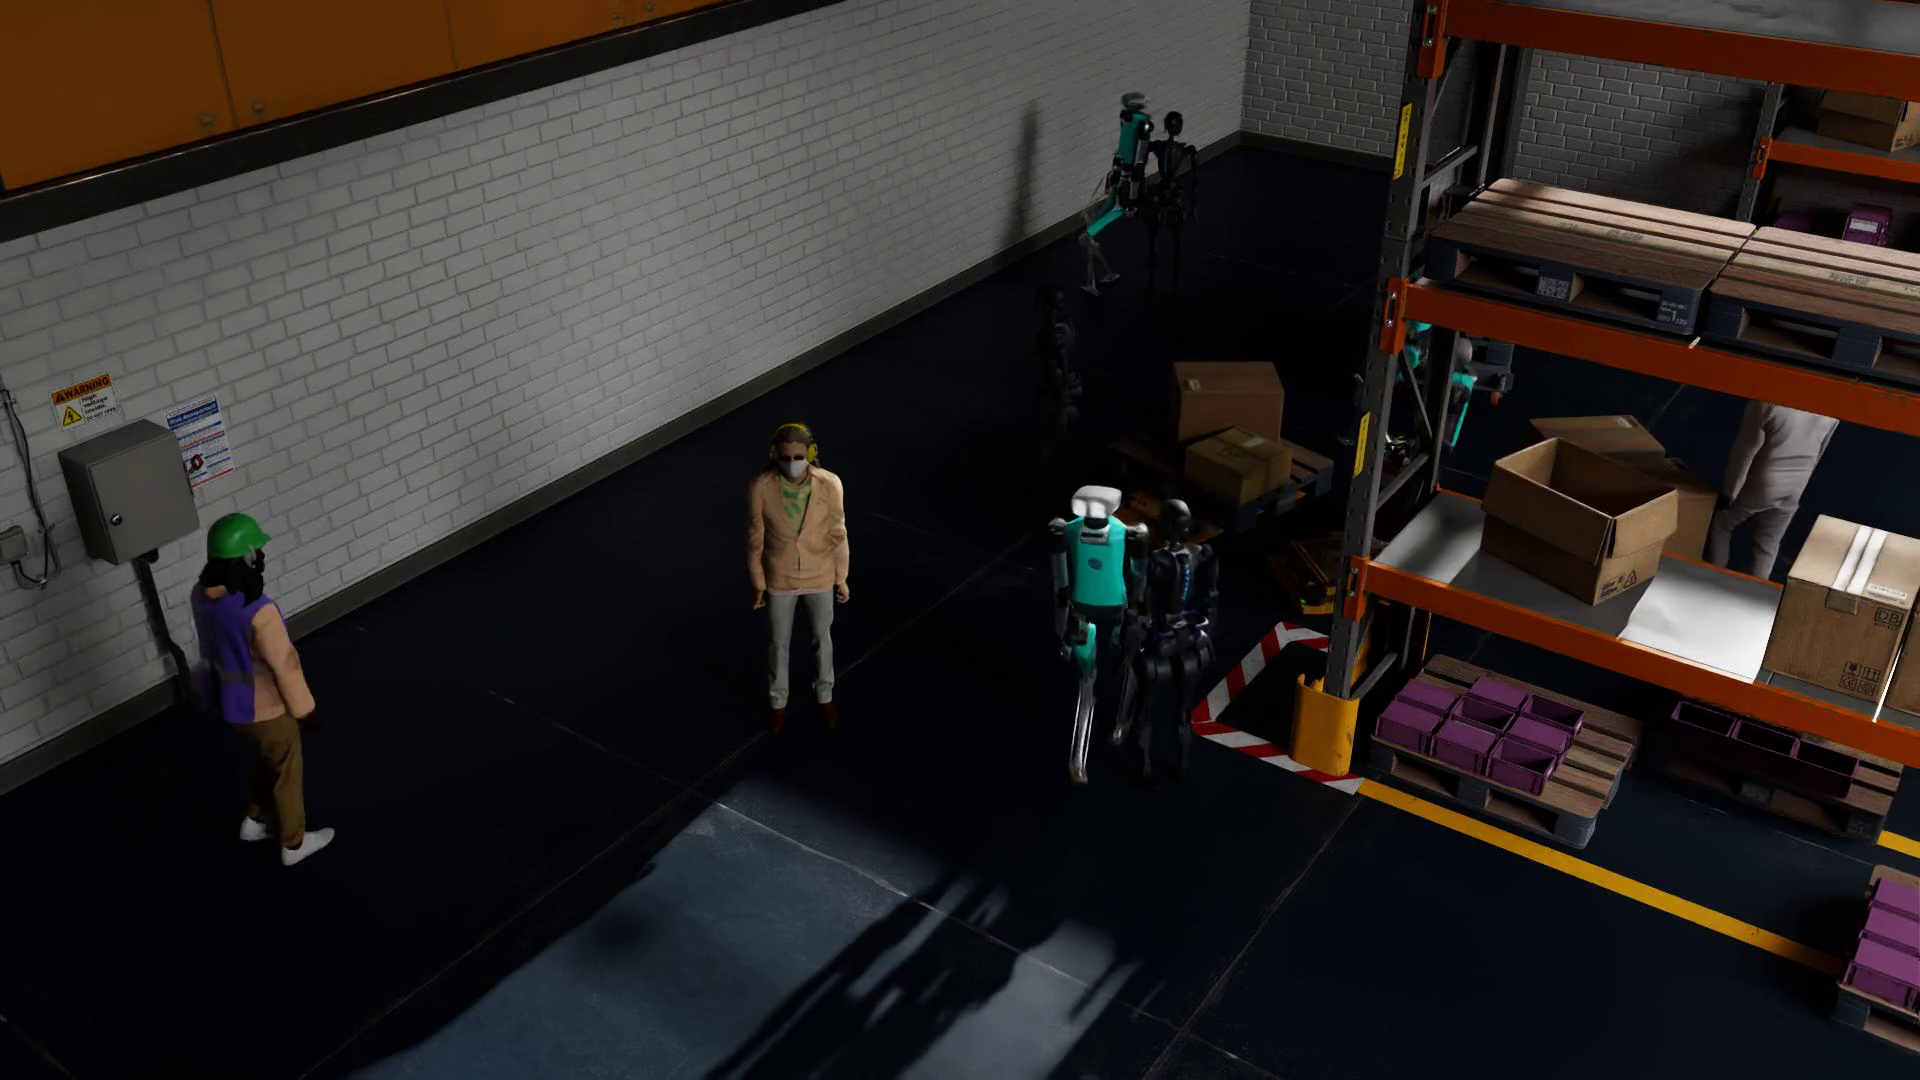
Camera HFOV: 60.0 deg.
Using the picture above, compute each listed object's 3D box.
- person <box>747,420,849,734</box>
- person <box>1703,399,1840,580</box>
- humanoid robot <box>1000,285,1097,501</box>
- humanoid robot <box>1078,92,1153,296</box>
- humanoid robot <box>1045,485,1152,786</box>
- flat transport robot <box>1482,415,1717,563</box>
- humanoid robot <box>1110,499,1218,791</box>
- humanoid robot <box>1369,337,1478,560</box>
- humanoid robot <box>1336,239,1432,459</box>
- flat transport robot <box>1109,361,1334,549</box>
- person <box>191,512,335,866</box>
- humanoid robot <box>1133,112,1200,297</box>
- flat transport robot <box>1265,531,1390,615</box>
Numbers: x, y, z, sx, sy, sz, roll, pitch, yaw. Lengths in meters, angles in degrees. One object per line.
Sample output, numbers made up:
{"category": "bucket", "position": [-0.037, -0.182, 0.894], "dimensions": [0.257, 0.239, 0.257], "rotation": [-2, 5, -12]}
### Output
{"category": "person", "position": [-0.880, 0.193, 9.099], "dimensions": [0.555, 1.877, 0.403], "rotation": [-4, 30, -6]}
{"category": "person", "position": [4.849, -0.373, 10.069], "dimensions": [0.665, 1.888, 0.535], "rotation": [-4, 30, -7]}
{"category": "humanoid robot", "position": [0.628, -1.012, 11.416], "dimensions": [0.741, 1.617, 0.610], "rotation": [-6, 31, -11]}
{"category": "humanoid robot", "position": [1.277, -3.096, 14.927], "dimensions": [0.815, 1.777, 0.534], "rotation": [-8, 31, -14]}
{"category": "humanoid robot", "position": [0.776, 0.412, 8.873], "dimensions": [0.572, 1.772, 0.884], "rotation": [8, 31, 13]}
{"category": "flat transport robot", "position": [4.026, 0.183, 10.722], "dimensions": [1.431, 0.231, 0.659], "rotation": [-2, 30, -4]}
{"category": "humanoid robot", "position": [1.089, 0.571, 8.644], "dimensions": [0.593, 1.646, 0.414], "rotation": [-12, 32, -20]}
{"category": "humanoid robot", "position": [2.721, -0.417, 10.305], "dimensions": [0.720, 1.790, 0.535], "rotation": [5, 30, 9]}
{"category": "humanoid robot", "position": [3.022, -1.358, 11.999], "dimensions": [0.846, 1.835, 0.538], "rotation": [26, 39, 37]}
{"category": "flat transport robot", "position": [1.747, -0.303, 11.565], "dimensions": [1.431, 0.231, 0.659], "rotation": [-23, 37, -34]}
{"category": "person", "position": [-3.412, 0.752, 8.090], "dimensions": [0.586, 1.911, 0.484], "rotation": [21, 36, 31]}
{"category": "humanoid robot", "position": [1.830, -2.965, 14.773], "dimensions": [0.610, 1.656, 0.340], "rotation": [10, 31, 17]}
{"category": "flat transport robot", "position": [2.766, 0.175, 10.735], "dimensions": [1.431, 0.231, 0.659], "rotation": [-6, 31, -11]}
